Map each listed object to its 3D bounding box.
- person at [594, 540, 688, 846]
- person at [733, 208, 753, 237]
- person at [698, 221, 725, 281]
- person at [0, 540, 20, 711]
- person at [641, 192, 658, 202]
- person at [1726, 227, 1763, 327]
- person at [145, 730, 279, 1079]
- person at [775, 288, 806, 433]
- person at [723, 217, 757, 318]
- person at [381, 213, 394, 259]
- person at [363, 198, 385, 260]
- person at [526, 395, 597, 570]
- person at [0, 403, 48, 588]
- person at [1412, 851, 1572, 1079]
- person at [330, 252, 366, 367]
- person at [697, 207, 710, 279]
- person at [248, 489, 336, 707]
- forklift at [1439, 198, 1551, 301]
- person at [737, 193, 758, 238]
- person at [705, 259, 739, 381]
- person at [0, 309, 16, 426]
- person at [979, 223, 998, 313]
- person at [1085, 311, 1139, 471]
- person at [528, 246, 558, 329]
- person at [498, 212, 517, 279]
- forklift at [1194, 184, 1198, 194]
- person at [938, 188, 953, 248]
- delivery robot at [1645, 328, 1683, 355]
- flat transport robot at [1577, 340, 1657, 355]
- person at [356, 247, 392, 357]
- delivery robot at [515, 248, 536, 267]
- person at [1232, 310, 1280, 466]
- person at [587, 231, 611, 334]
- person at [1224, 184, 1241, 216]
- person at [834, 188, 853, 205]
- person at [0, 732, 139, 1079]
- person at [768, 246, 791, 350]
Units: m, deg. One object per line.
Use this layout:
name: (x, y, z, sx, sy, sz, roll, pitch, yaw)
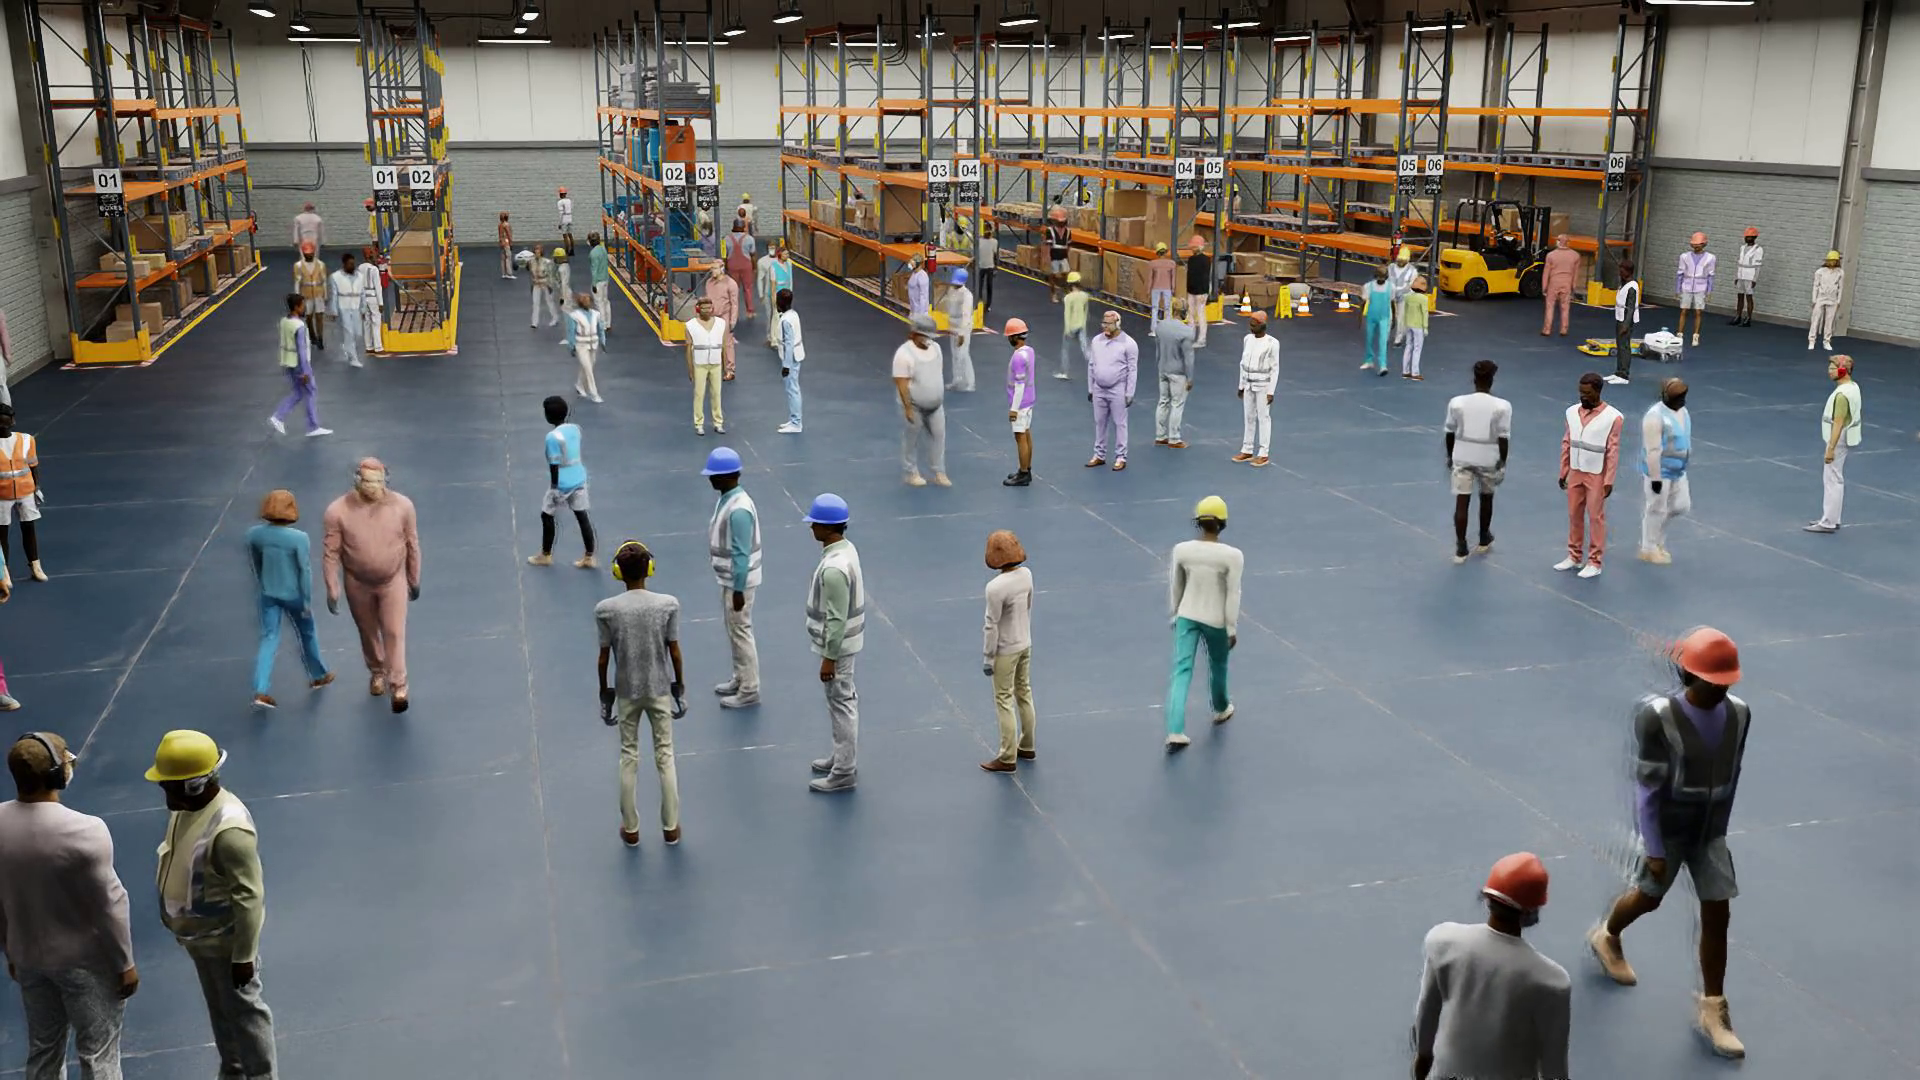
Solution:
person: (-1.876, 0.915, 9.850, 0.512, 1.860, 0.336, -3, 15, -10)
person: (-5.552, -7.682, 42.611, 0.514, 1.642, 0.310, -6, 16, -23)
person: (-5.180, -5.666, 34.579, 0.659, 1.898, 0.679, 8, 17, 26)
person: (-7.096, 0.317, 11.863, 0.401, 1.987, 0.608, 7, 17, 25)
person: (-9.416, -9.911, 50.407, 0.604, 1.949, 0.389, 7, 16, 24)
person: (15.318, -5.123, 32.418, 0.368, 1.936, 0.547, -5, 16, -18)
person: (-3.175, 1.661, 7.092, 0.403, 1.828, 0.596, -14, 20, -42)
person: (-2.260, -2.390, 22.166, 0.389, 1.918, 0.590, 0, 15, 2)
person: (-4.450, -5.530, 33.745, 0.688, 2.000, 0.536, 1, 15, 4)
person: (-15.860, -8.725, 46.076, 0.620, 1.884, 0.586, 4, 15, 15)
person: (-14.414, -7.427, 41.004, 0.425, 1.982, 0.616, -5, 16, -17)
person: (-3.799, -0.538, 15.664, 0.791, 1.666, 0.544, 6, 16, 22)
person: (-8.651, -0.415, 15.164, 0.532, 1.693, 0.319, -14, 20, -42)
person: (1.934, 1.966, 6.134, 0.587, 1.728, 0.682, 13, 20, 41)
person: (-10.208, -3.847, 27.702, 0.640, 1.897, 0.608, 13, 19, 39)
person: (-6.299, -7.465, 41.147, 0.402, 1.987, 0.608, -2, 15, -7)
person: (-4.985, 0.414, 12.235, 0.498, 1.595, 0.824, 2, 15, 7)
forklift: (11.913, -6.508, 37.130, 2.313, 2.155, 1.214, -4, 15, -15)
person: (-5.905, -8.691, 46.101, 0.599, 1.798, 0.814, -3, 15, -13)
person: (-3.797, -3.472, 26.257, 0.640, 1.910, 0.407, 9, 17, 30)
person: (-13.153, -2.468, 22.427, 0.629, 1.936, 0.374, -9, 18, -32)
person: (0.530, -5.686, 34.691, 0.543, 1.853, 0.605, -2, 15, -9)
person: (1.796, -1.793, 19.940, 0.651, 1.907, 0.409, 10, 18, 34)
person: (-8.115, -4.909, 32.278, 0.554, 1.591, 0.884, 3, 15, 10)
person: (-11.205, -7.272, 41.070, 0.309, 1.641, 0.514, -14, 20, -42)
forklift: (7.392, -11.333, 53.972, 1.873, 2.768, 1.129, -4, 15, -15)
person: (-0.422, -9.610, 49.506, 0.430, 1.837, 0.627, 4, 15, 14)
delivery robot: (11.956, -3.361, 28.252, 0.477, 0.478, 0.707, -2, 15, -8)
flat transport robot: (11.602, -3.368, 29.001, 1.431, 0.197, 0.652, 0, 15, 0)
person: (-10.153, -4.116, 28.726, 0.584, 1.882, 0.337, 11, 19, 37)
delivery robot: (-11.290, -7.342, 43.232, 0.477, 0.478, 0.707, 3, 15, 10)
person: (3.598, -1.843, 20.167, 0.355, 1.887, 0.574, -11, 18, -35)
person: (-6.841, -4.879, 31.512, 0.365, 1.933, 0.629, 2, 15, 8)
person: (7.982, -9.428, 48.634, 0.594, 1.925, 0.379, -8, 17, -27)
person: (-3.438, -9.402, 48.703, 0.634, 1.839, 0.429, -8, 17, -29)
person: (-3.635, 1.693, 6.764, 0.630, 1.940, 0.372, 3, 15, 10)
person: (-3.192, -4.291, 29.492, 0.390, 1.836, 0.561, 8, 17, 27)
